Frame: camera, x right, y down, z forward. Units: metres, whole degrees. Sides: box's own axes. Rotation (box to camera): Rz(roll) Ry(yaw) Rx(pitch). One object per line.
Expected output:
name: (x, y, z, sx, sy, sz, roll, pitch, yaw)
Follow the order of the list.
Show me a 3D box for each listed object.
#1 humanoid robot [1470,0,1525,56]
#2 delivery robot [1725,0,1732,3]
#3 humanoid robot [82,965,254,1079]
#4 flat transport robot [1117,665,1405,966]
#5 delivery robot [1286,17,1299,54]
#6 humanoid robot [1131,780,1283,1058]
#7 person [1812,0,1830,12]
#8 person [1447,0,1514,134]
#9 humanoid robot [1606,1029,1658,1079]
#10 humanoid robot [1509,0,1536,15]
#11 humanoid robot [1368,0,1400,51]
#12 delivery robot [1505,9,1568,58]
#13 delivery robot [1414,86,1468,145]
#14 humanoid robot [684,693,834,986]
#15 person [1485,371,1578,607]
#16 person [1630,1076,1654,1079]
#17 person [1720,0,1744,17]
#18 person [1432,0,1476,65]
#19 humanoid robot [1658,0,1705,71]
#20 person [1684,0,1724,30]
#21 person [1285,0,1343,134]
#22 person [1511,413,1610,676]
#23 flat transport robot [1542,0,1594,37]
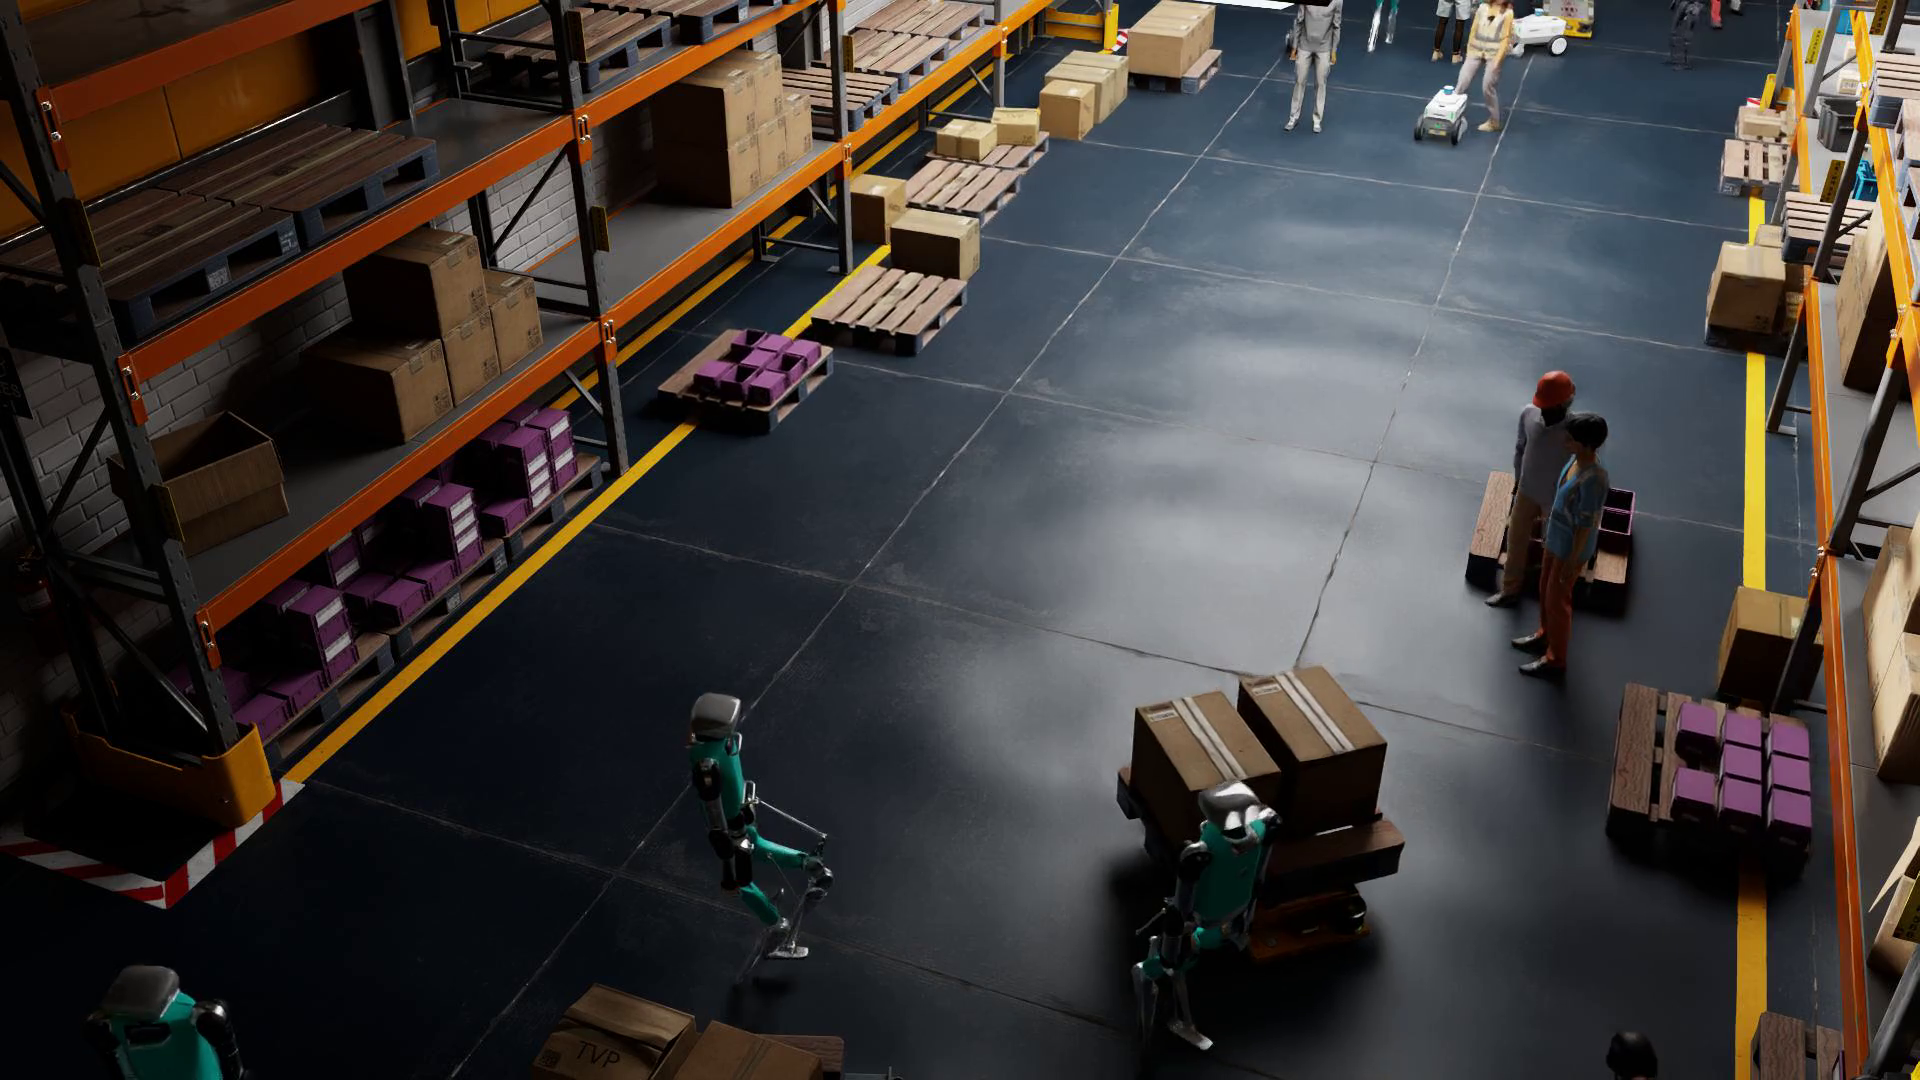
humanoid robot: (6.831, -7.032, 21.143, 0.997, 1.735, 0.531, 17, 37, 24)
delivery robot: (10.984, -7.979, 23.695, 0.808, 0.614, 0.499, -20, 38, -27)
humanoid robot: (-2.991, 2.545, 6.366, 0.552, 1.838, 0.850, -2, 33, -3)
flat transport robot: (1.580, 1.671, 9.006, 0.659, 0.231, 1.431, -10, 34, -15)
delivery robot: (4.472, -6.463, 21.307, 0.499, 0.570, 0.746, 2, 33, 3)
humanoid robot: (1.020, 1.733, 7.605, 0.530, 1.829, 0.702, -19, 37, -27)
person: (10.817, -6.776, 20.603, 0.530, 1.871, 0.390, -18, 37, -25)
person: (5.850, -5.415, 18.640, 0.544, 1.720, 0.576, 24, 40, 32)
humanoid robot: (2.451, 2.524, 6.388, 0.610, 1.639, 0.338, -4, 33, -6)
humanoid robot: (7.518, -7.527, 21.970, 0.605, 1.647, 0.639, 23, 39, 31)
humanoid robot: (5.541, -7.125, 21.342, 0.580, 1.853, 0.886, 13, 35, 19)
delivery robot: (7.420, -6.546, 21.447, 0.774, 0.581, 0.499, -8, 34, -12)
delivery robot: (5.465, -4.803, 18.769, 0.504, 0.603, 0.774, 15, 36, 22)
humanoid robot: (-0.887, 1.493, 7.973, 0.760, 1.834, 0.549, -1, 33, -2)
person: (3.858, -0.356, 10.807, 0.678, 1.720, 0.594, -20, 38, -28)
person: (2.392, 2.692, 5.953, 0.816, 1.876, 0.648, 21, 39, 29)
person: (10.682, -8.015, 22.692, 0.487, 1.670, 0.461, -17, 37, -24)
person: (6.238, -6.838, 20.861, 0.532, 1.693, 0.320, 24, 40, 32)
humanoid robot: (9.070, -6.704, 20.666, 0.325, 1.650, 0.586, -7, 34, -11)
person: (10.088, -7.747, 22.250, 0.526, 1.708, 0.914, -2, 33, -2)
person: (3.982, -5.537, 18.660, 0.528, 1.899, 0.395, 9, 34, 14)
person: (3.711, 0.023, 10.186, 0.325, 1.756, 0.504, 3, 33, 5)
flat transport robot: (8.260, -7.128, 22.623, 0.659, 0.231, 1.431, 10, 34, 15)
